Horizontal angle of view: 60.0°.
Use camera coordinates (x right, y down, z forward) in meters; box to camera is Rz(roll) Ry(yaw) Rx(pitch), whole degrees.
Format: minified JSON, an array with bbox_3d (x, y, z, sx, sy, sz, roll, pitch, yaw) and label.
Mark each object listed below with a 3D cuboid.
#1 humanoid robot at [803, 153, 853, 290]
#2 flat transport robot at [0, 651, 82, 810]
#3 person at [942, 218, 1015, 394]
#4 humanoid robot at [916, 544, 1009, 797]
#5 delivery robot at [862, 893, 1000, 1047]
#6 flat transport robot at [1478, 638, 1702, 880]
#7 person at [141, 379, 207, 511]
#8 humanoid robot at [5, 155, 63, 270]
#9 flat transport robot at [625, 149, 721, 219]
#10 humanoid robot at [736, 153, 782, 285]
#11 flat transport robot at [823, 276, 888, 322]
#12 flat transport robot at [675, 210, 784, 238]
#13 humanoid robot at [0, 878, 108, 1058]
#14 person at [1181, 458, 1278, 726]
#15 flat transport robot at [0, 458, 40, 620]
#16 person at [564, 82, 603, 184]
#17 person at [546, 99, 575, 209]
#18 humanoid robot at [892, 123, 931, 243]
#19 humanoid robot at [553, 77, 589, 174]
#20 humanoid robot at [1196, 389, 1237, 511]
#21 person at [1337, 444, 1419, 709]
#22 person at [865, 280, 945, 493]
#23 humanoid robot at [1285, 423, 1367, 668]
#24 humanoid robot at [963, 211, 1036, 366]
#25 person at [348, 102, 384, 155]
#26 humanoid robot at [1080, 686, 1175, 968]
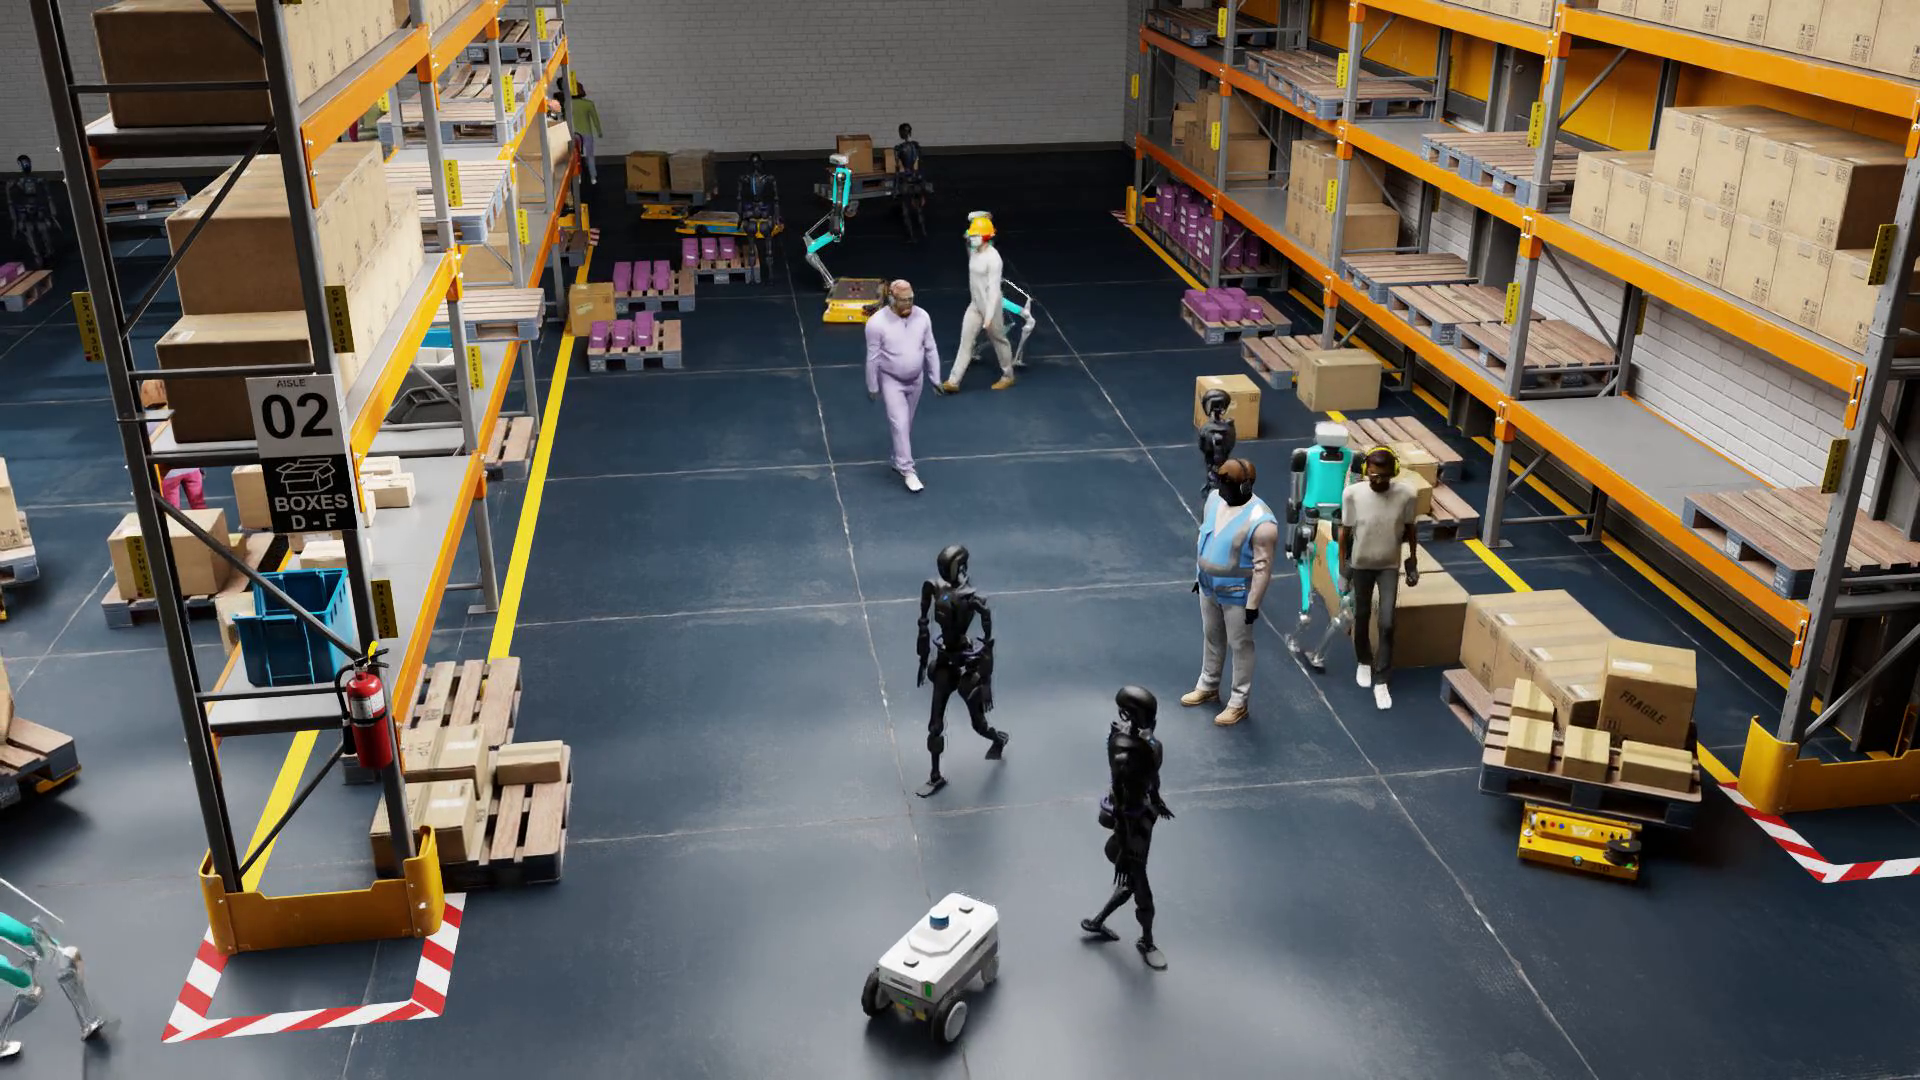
[{"bbox_3d":[-1.693,-3.968,20.731,0.735,1.673,0.533,1,24,2],"label":"humanoid robot"},{"bbox_3d":[-6.183,1.585,10.068,0.659,0.231,1.431,12,26,26],"label":"flat transport robot"},{"bbox_3d":[0.194,-2.403,17.198,0.961,1.845,0.600,-14,27,-29],"label":"person"},{"bbox_3d":[0.025,0.754,10.277,0.591,1.645,0.756,16,28,32],"label":"humanoid robot"},{"bbox_3d":[-0.119,2.154,8.437,0.499,0.613,0.796,14,27,29],"label":"delivery robot"},{"bbox_3d":[3.802,1.554,10.138,0.659,0.231,1.431,9,25,19],"label":"flat transport robot"},{"bbox_3d":[-6.206,-0.513,13.157,0.288,1.628,0.498,21,31,39],"label":"person"},{"bbox_3d":[-11.943,-4.141,21.369,0.506,1.628,0.602,21,32,40],"label":"humanoid robot"},{"bbox_3d":[-4.333,-5.117,25.336,0.659,0.231,1.431,3,24,7],"label":"flat transport robot"},{"bbox_3d":[-2.586,-4.117,21.285,0.599,1.659,0.315,3,24,8],"label":"humanoid robot"},{"bbox_3d":[-1.272,-2.950,20.399,0.659,0.231,1.431,1,24,2],"label":"flat transport robot"},{"bbox_3d":[-3.333,-4.564,24.075,1.431,0.231,0.659,6,24,13],"label":"flat transport robot"},{"bbox_3d":[-4.500,1.775,7.856,0.860,1.817,0.543,-1,24,-2],"label":"humanoid robot"},{"bbox_3d":[1.767,0.329,10.974,0.429,1.844,0.626,-15,28,-31],"label":"person"},{"bbox_3d":[-7.806,0.353,12.875,0.659,0.231,1.431,-14,27,-28],"label":"flat transport robot"},{"bbox_3d":[-6.114,-6.603,27.029,0.590,1.627,0.280,-4,24,-8],"label":"person"},{"bbox_3d":[-6.125,-5.756,25.034,0.620,1.677,0.916,8,25,17],"label":"person"},{"bbox_3d":[-0.689,-5.010,23.355,0.399,1.637,0.632,19,30,36],"label":"humanoid robot"},{"bbox_3d":[-6.485,-6.853,27.611,0.610,1.661,0.688,12,26,25],"label":"humanoid robot"},{"bbox_3d":[2.009,-0.396,12.836,0.388,1.649,0.602,2,24,5],"label":"humanoid robot"},{"bbox_3d":[2.814,0.233,11.200,0.568,1.829,0.764,6,24,13],"label":"person"},{"bbox_3d":[-0.443,-1.373,14.812,0.656,1.873,0.866,-16,28,-32],"label":"person"},{"bbox_3d":[2.562,0.107,11.630,0.532,1.778,0.851,0,24,-1],"label":"humanoid robot"},{"bbox_3d":[0.478,-2.640,17.886,1.010,1.716,0.551,12,26,26],"label":"humanoid robot"},{"bbox_3d":[-9.232,-6.139,25.742,0.797,1.813,0.649,19,30,36],"label":"person"},{"bbox_3d":[0.893,1.457,8.657,0.518,1.651,0.623,10,25,21],"label":"humanoid robot"}]
